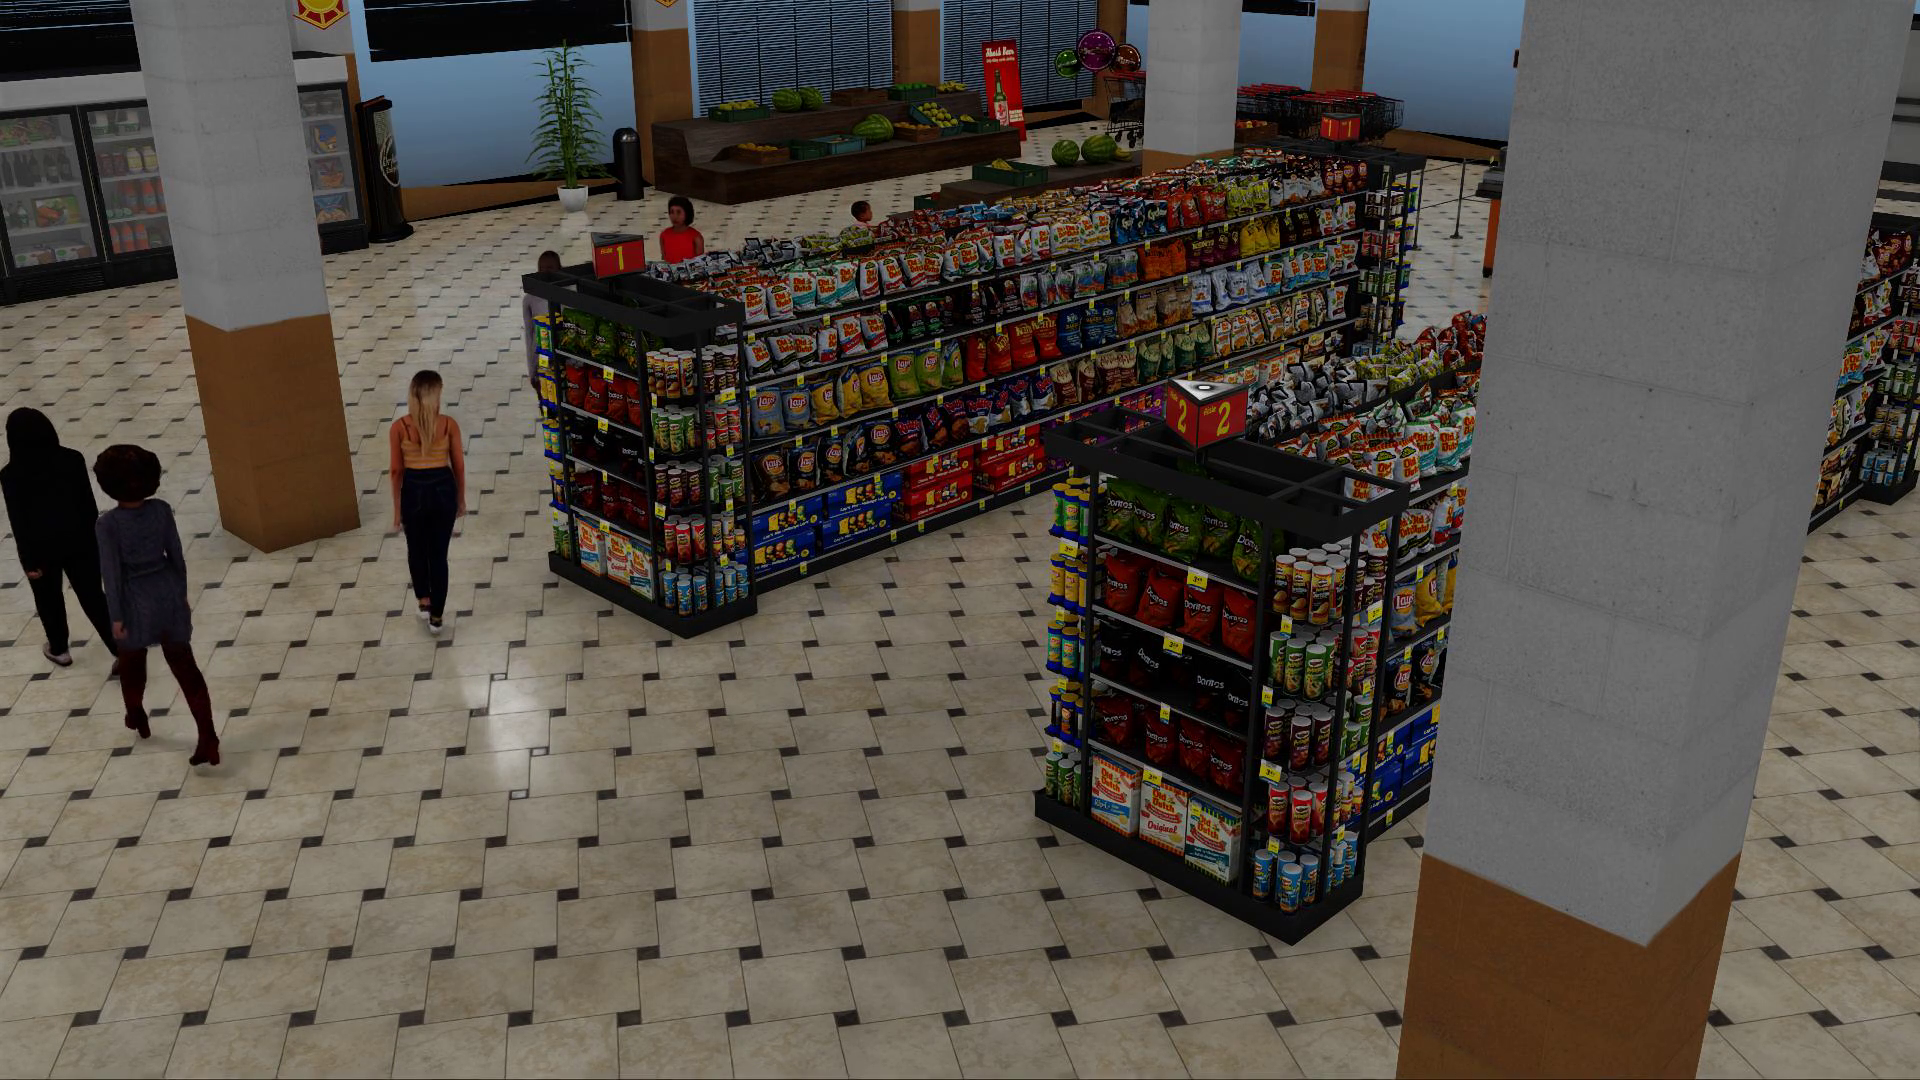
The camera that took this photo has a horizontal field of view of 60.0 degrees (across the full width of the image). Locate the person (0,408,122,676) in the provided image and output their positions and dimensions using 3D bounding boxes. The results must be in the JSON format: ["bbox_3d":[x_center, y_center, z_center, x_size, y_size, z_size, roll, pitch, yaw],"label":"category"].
[{"bbox_3d":[-5.003,0.057,9.334,0.808,1.584,1.052,16,27,34],"label":"person"}]

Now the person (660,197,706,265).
[{"bbox_3d":[-2.372,-2.152,14.688,1.017,1.691,1.187,4,22,9],"label":"person"}]

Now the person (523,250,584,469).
[{"bbox_3d":[-2.990,-1.304,12.489,1.021,1.756,1.109,1,22,3],"label":"person"}]

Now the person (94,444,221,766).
[{"bbox_3d":[-4.033,0.384,8.411,0.705,1.665,1.049,17,27,36],"label":"person"}]

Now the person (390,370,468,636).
[{"bbox_3d":[-3.138,-0.186,9.903,0.659,1.611,0.760,-10,24,-22],"label":"person"}]
